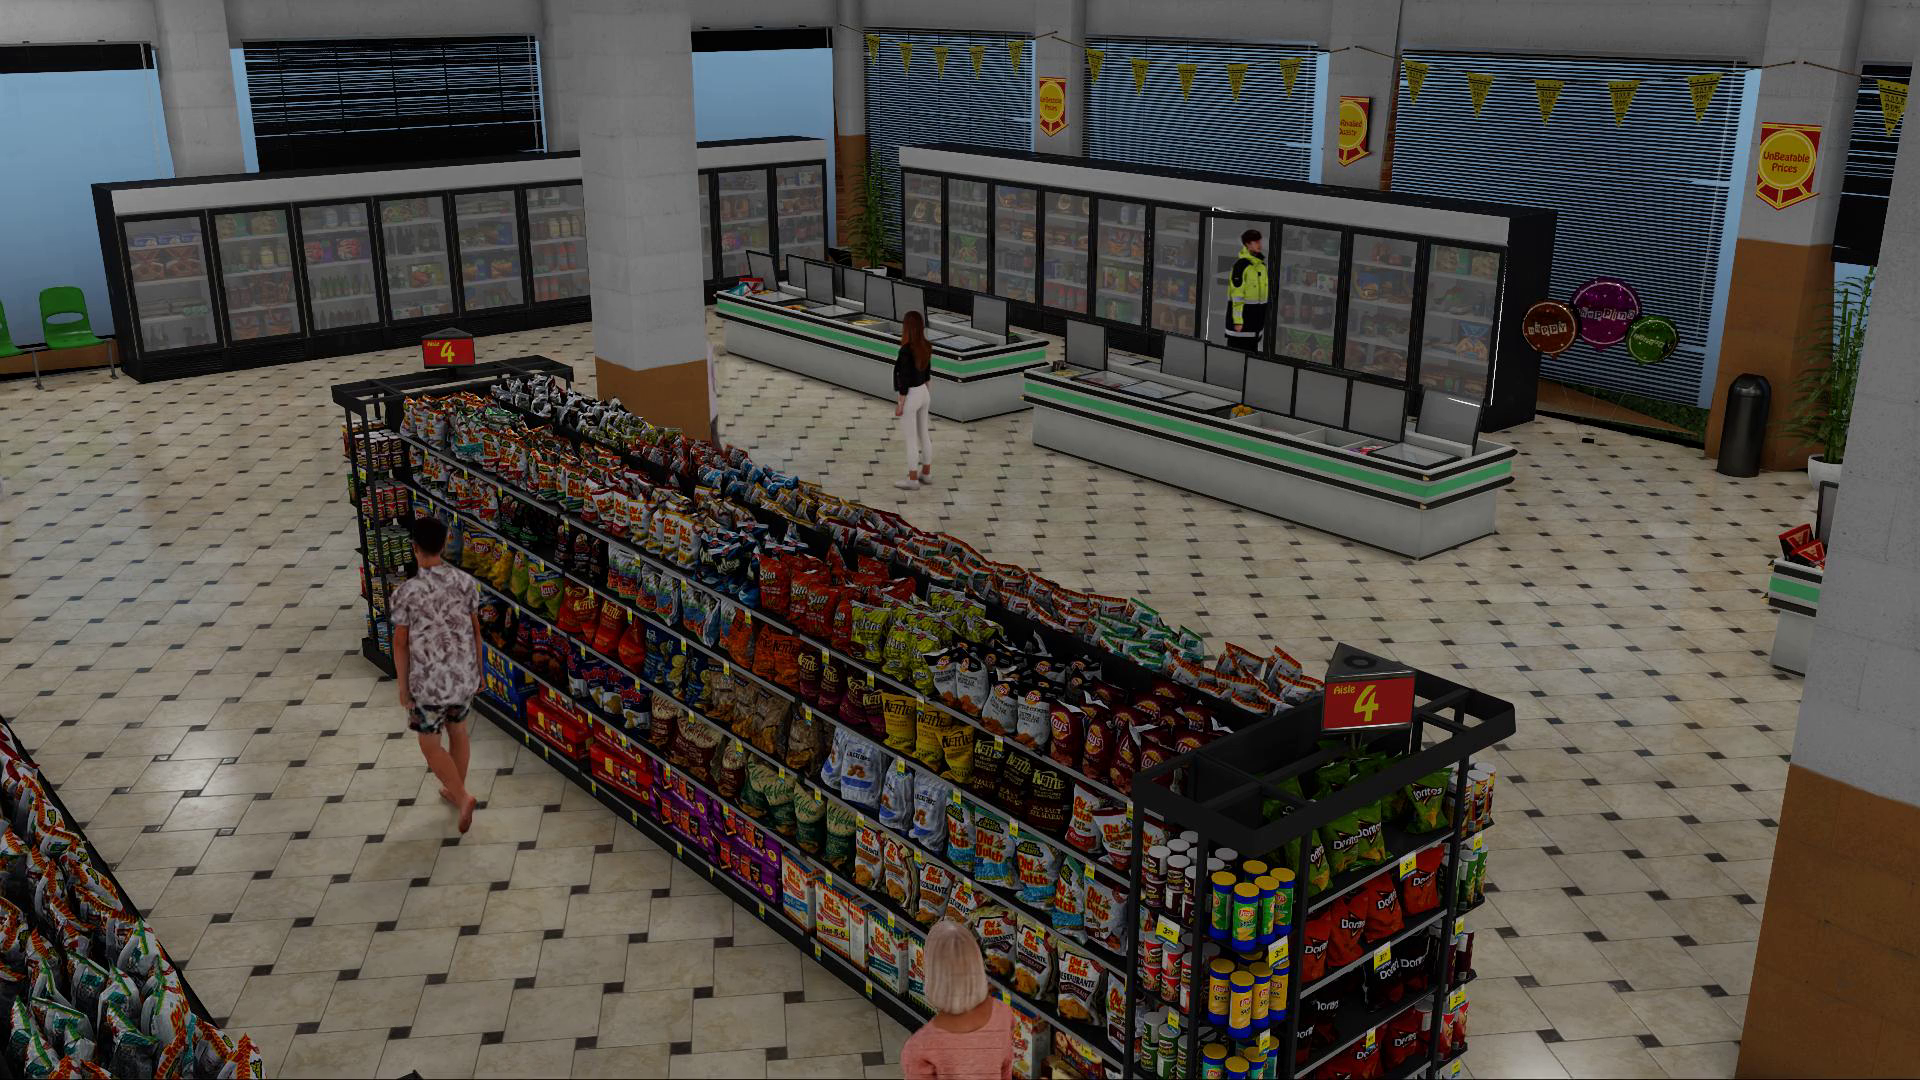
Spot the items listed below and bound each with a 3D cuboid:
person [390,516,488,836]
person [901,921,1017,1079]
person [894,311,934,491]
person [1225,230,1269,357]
[{"bbox_3d":[-2.882,0.780,9.360,0.667,1.793,0.954,-15,24,-37],"label":"person"},{"bbox_3d":[0.050,2.110,5.580,0.667,1.689,1.142,-12,22,-32],"label":"person"},{"bbox_3d":[-0.429,-1.333,15.765,0.597,1.704,0.650,13,23,34],"label":"person"},{"bbox_3d":[3.262,-2.550,18.940,0.698,1.982,0.807,15,24,37],"label":"person"}]
